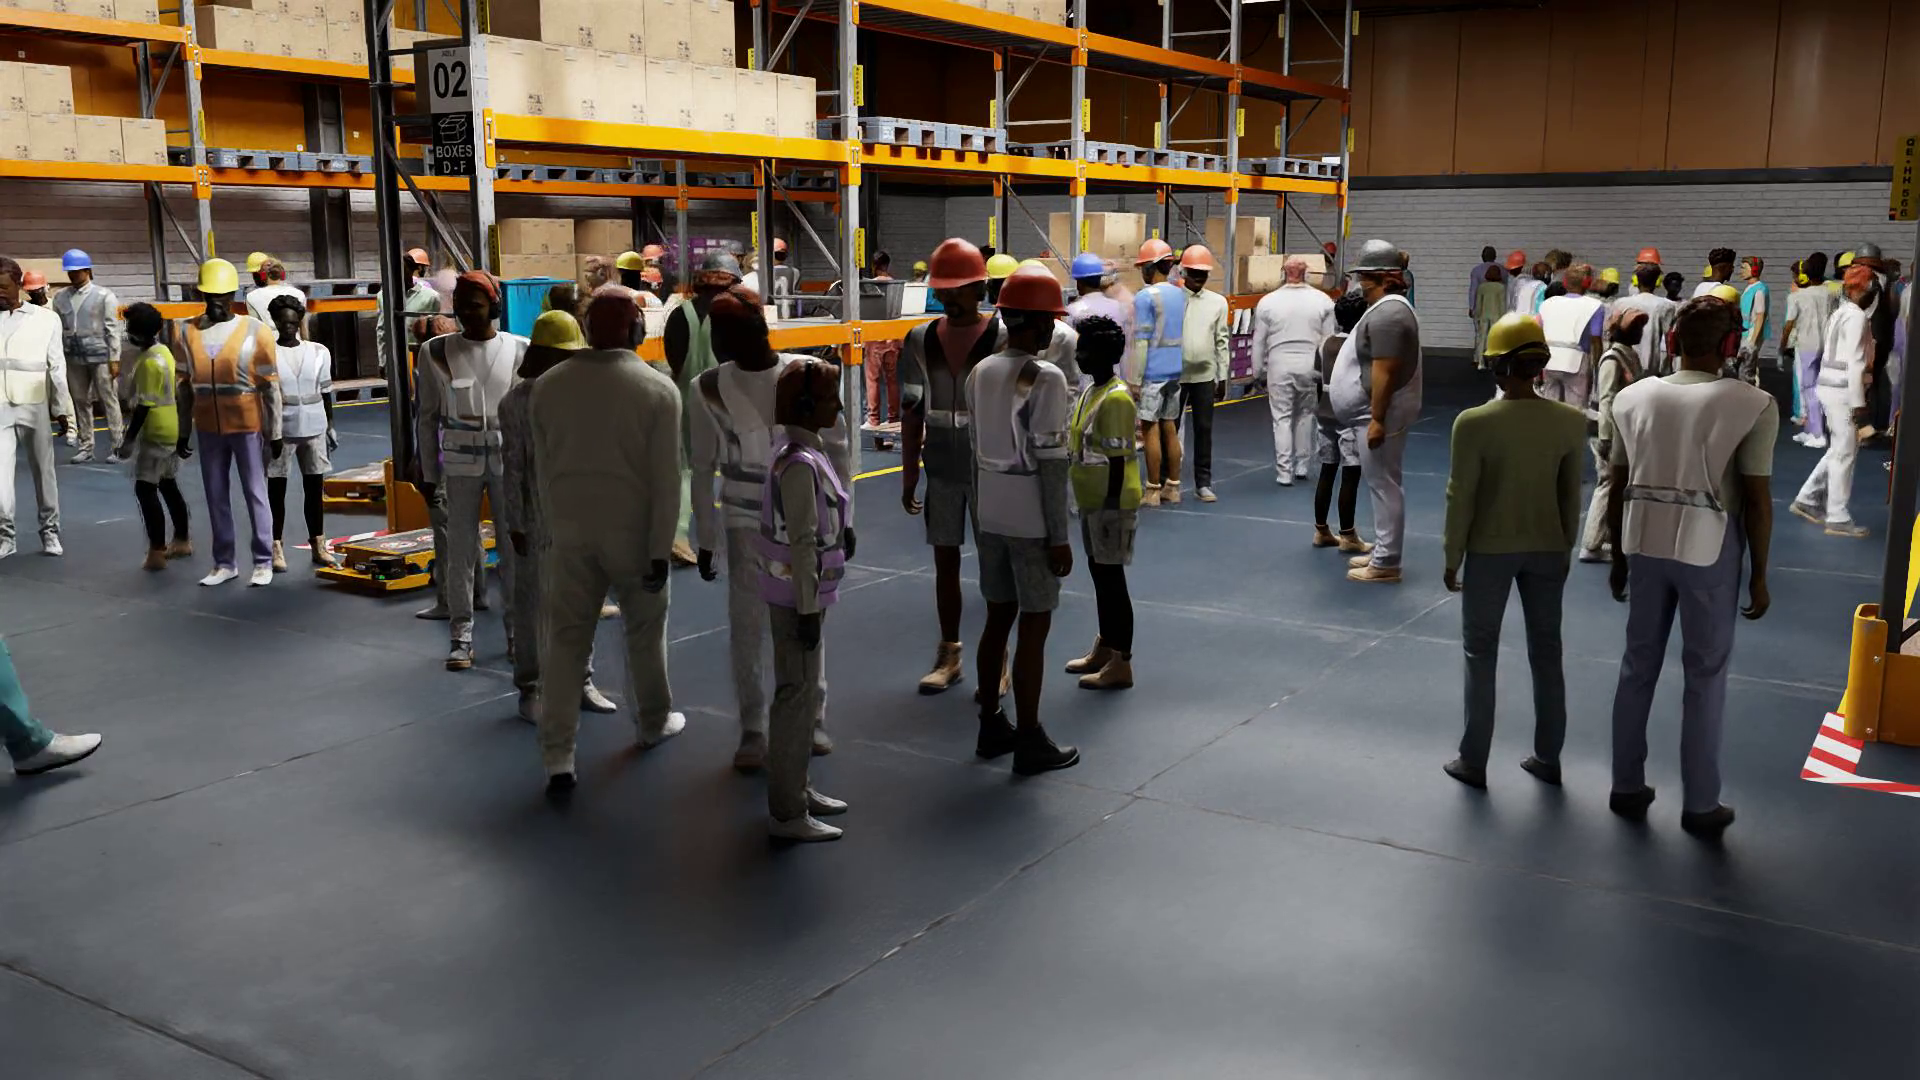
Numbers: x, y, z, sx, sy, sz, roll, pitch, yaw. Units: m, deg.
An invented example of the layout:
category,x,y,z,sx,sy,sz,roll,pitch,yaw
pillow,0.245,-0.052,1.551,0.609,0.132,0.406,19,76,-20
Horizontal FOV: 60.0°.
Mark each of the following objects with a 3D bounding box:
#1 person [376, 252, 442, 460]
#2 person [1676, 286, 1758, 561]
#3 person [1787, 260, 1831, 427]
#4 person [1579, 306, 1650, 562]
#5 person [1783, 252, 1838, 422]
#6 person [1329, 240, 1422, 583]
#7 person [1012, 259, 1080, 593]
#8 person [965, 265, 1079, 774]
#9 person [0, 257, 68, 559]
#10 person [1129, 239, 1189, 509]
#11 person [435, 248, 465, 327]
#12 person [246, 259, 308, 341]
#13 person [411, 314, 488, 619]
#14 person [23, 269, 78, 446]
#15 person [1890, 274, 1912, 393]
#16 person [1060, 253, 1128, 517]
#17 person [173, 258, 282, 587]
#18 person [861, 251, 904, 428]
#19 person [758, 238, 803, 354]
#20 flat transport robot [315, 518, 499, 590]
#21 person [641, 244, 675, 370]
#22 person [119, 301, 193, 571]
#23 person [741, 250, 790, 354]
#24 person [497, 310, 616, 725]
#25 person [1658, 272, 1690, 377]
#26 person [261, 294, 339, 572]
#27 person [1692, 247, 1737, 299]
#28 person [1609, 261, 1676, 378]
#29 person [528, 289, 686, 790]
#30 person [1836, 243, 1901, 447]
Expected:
category,x,y,z,sx,sy,sz,roll,pitch,yaw
person,-4.942,-1.625,14.976,0.598,1.917,0.375,1,10,4
person,4.708,-0.708,10.386,0.487,1.742,0.304,9,14,41
person,9.298,-2.122,18.071,0.457,1.815,0.703,-5,11,-25
person,4.131,-0.664,10.494,0.336,1.617,0.576,7,12,33
person,9.408,-2.213,18.297,0.635,1.898,0.549,2,10,9
person,2.479,-0.777,9.938,0.537,2.000,0.687,3,11,18
person,0.384,-0.587,9.232,0.592,1.917,0.402,7,12,33
person,0.254,-0.078,6.385,0.383,1.929,0.545,-7,12,-33
person,-6.031,-0.841,10.645,0.588,1.913,0.390,-4,11,-20
person,1.481,-1.257,12.642,0.417,2.031,0.609,9,13,40
person,-6.061,-2.540,19.989,0.426,1.924,0.651,-8,13,-37
person,-6.721,-1.847,16.437,0.560,1.836,0.393,-7,12,-35
person,-2.747,-0.391,8.937,0.318,1.632,0.520,2,10,12
person,-8.963,-1.772,16.291,0.573,1.737,0.354,-4,11,-19
person,12.598,-2.833,21.913,0.638,1.836,0.430,1,10,8
person,0.938,-1.111,12.106,0.608,1.931,0.444,-9,13,-40
person,-4.269,-0.672,9.704,0.596,1.918,0.407,0,10,1
person,-0.817,-2.116,17.742,0.598,1.906,0.404,-9,14,-41
person,-2.257,-2.731,20.766,0.614,2.038,0.396,-6,12,-32
flat transport robot,-3.128,0.066,10.168,0.652,0.197,1.431,7,12,33
person,-3.767,-2.783,21.272,0.641,1.962,0.640,0,10,-2
person,-4.961,-0.646,10.288,0.361,1.661,0.595,-3,11,-14
person,-2.421,-2.639,20.607,0.645,1.920,0.497,2,10,9
person,-1.681,-0.092,6.989,0.328,1.737,0.486,9,14,42
person,7.795,-2.108,18.339,0.542,1.677,0.363,0,10,-3
person,-4.095,-0.659,10.226,0.541,1.698,0.316,-9,13,-40
person,7.346,-1.879,16.285,0.385,1.957,0.603,0,10,-2
person,5.800,-1.450,14.221,0.522,1.837,0.748,4,11,20
person,-1.349,-0.014,6.290,0.650,1.851,1.020,2,10,10
person,8.904,-1.932,16.334,0.728,2.000,0.672,-4,11,-21
